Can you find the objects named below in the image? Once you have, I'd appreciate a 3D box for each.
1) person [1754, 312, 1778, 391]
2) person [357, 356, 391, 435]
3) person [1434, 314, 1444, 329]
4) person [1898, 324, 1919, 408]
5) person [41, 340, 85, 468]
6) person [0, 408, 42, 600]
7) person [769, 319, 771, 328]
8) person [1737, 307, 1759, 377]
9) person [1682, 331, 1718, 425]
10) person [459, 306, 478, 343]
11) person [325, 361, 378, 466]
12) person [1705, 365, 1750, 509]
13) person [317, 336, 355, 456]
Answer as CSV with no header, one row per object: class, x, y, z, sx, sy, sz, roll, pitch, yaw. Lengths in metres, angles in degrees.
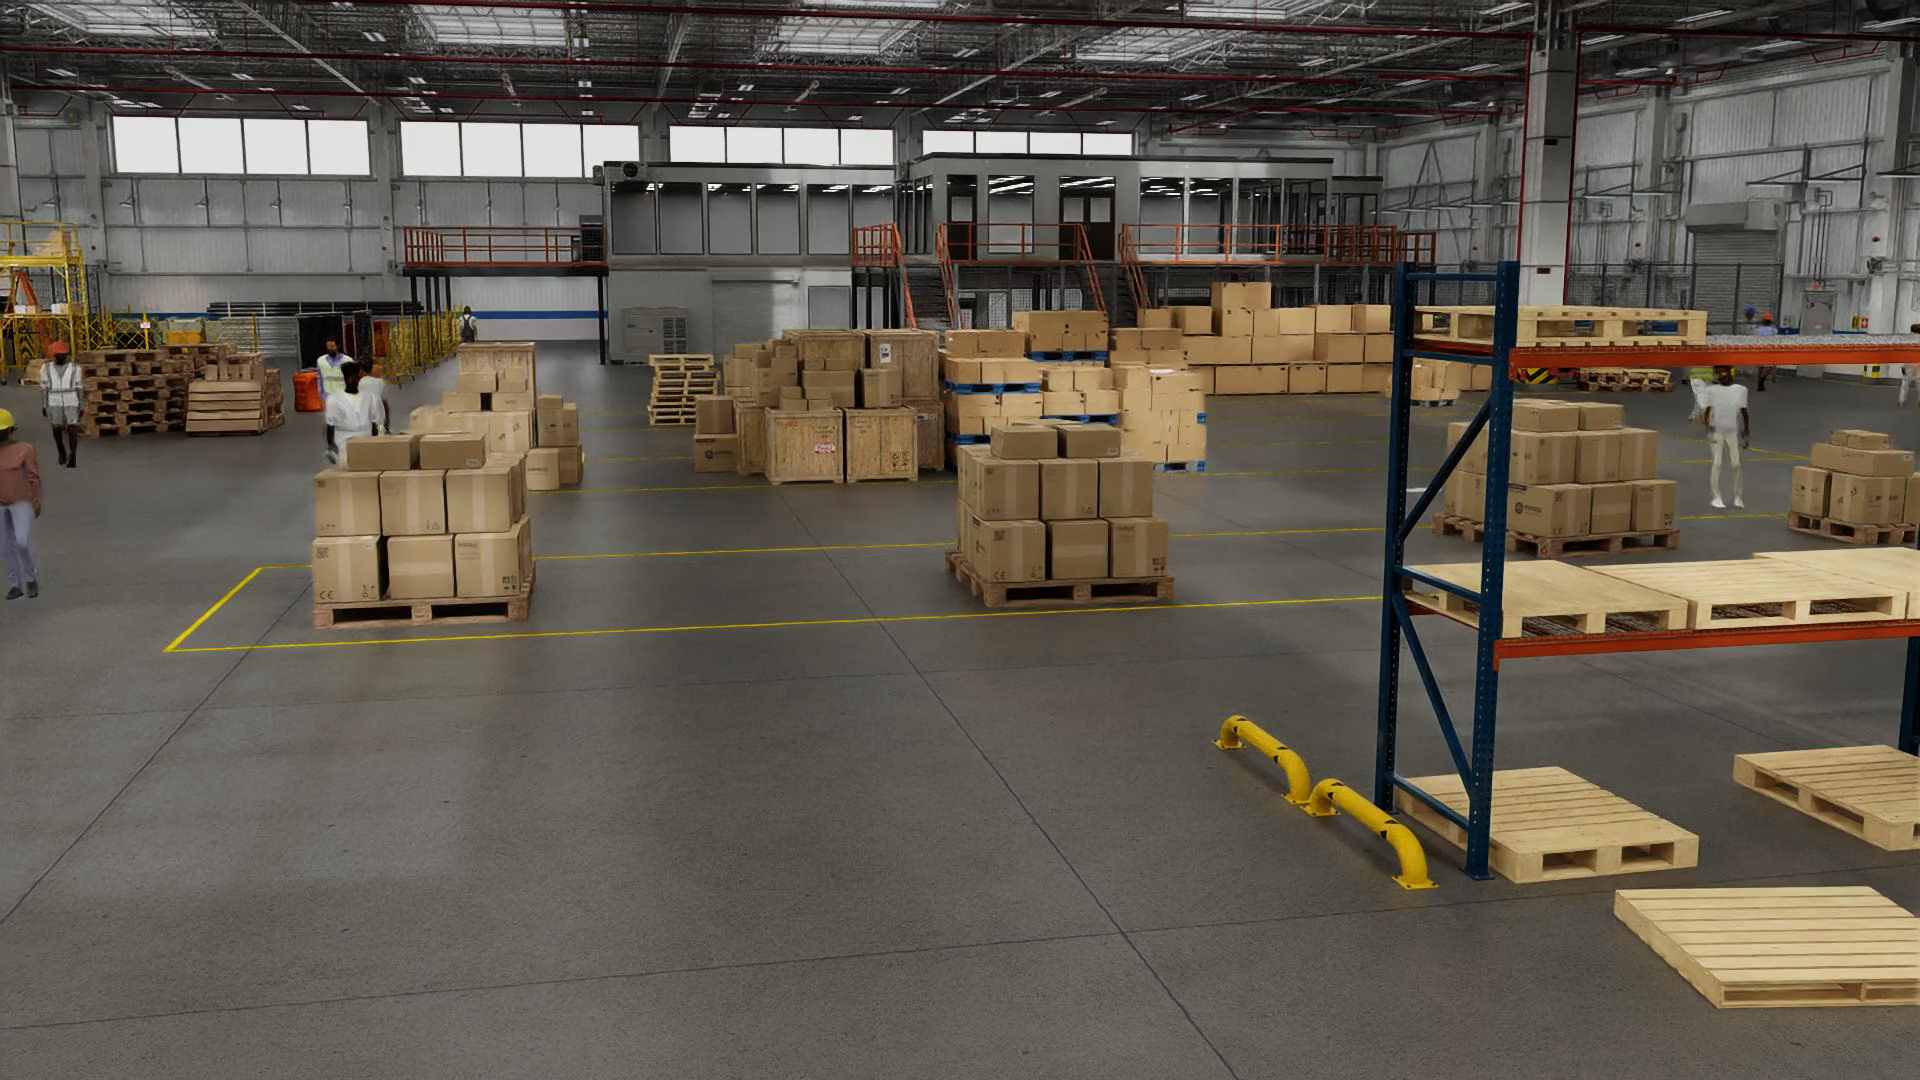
person,19.438,-4.537,40.197,0.566,1.922,0.600,8,13,42
person,-7.829,-1.518,22.080,0.539,1.834,0.875,-5,11,-28
person,13.517,-5.542,46.876,0.457,1.731,0.500,3,10,18
person,20.502,-3.730,35.668,0.627,1.804,0.937,2,10,15
person,-13.430,-2.034,24.907,0.595,1.928,0.460,-4,10,-24
person,-8.585,-0.318,15.006,0.521,1.746,0.401,-1,9,-8
person,-6.798,-7.788,60.168,0.328,1.865,0.520,4,10,23
person,21.517,-5.391,45.387,0.613,1.930,0.453,-2,10,-13
person,14.274,-3.118,31.961,0.617,1.793,0.992,-1,9,-7
person,-14.797,-6.124,50.100,0.513,1.843,0.335,0,9,-3
person,-7.052,-1.112,19.270,0.606,1.943,0.675,-8,12,-42
person,9.561,-1.305,20.721,0.543,1.849,0.495,3,10,18
person,-9.950,-2.301,26.574,0.590,1.919,0.395,0,9,-1
